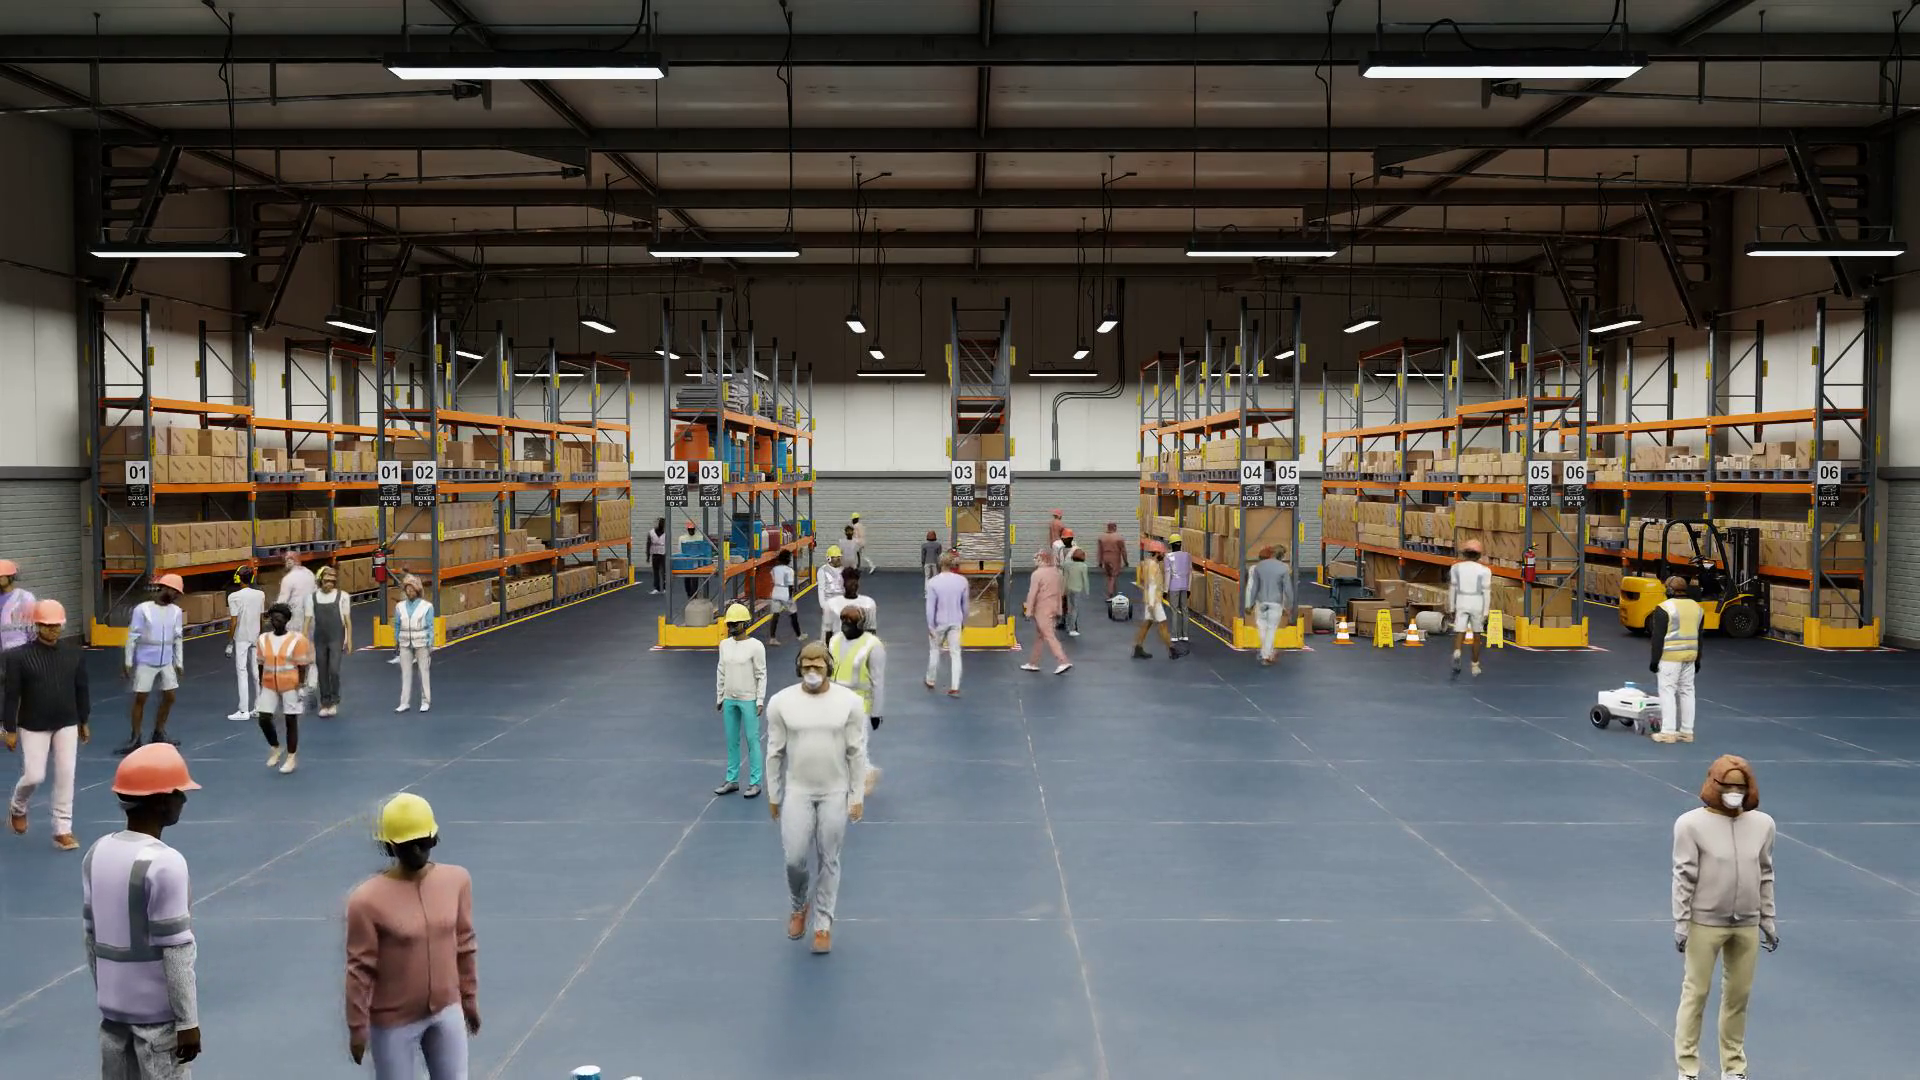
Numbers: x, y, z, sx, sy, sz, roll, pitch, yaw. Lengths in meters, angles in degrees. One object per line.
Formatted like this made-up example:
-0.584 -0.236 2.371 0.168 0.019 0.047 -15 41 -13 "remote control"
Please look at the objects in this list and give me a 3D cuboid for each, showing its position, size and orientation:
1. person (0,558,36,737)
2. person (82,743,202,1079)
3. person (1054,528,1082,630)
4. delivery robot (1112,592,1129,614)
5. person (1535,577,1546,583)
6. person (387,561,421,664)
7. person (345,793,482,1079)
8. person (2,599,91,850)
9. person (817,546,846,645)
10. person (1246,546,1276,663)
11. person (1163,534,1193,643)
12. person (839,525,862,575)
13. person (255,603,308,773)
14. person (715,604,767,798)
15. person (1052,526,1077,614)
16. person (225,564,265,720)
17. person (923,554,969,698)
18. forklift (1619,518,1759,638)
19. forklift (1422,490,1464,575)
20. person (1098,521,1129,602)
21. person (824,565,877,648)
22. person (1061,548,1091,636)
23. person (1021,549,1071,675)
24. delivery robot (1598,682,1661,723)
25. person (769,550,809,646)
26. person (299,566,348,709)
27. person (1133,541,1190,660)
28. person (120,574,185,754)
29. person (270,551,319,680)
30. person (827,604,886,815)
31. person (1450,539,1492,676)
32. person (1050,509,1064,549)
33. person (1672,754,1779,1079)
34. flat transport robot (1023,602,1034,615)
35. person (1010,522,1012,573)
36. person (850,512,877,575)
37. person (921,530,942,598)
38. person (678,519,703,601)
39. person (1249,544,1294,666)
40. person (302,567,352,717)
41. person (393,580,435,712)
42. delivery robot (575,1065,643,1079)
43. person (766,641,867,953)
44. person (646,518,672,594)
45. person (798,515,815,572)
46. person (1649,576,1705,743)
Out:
-10.820 1.205 18.528 0.618 2.018 0.878 1 2 13 "person"
-3.038 1.731 6.082 0.553 1.935 0.362 1 3 31 "person"
2.053 0.749 30.786 0.543 1.940 0.361 2 3 38 "person"
3.288 1.311 33.113 0.477 0.478 0.707 0 3 6 "delivery robot"
13.038 0.626 36.474 0.320 1.737 0.483 -1 3 -26 "person"
-8.655 1.131 25.177 0.577 1.621 0.531 0 2 -11 "person"
-2.156 1.823 6.287 0.672 1.739 0.545 2 3 41 "person"
-7.261 1.447 12.804 0.647 1.978 0.634 2 3 38 "person"
-2.005 1.005 25.642 0.403 1.835 0.588 2 3 39 "person"
4.806 1.011 25.347 0.586 1.855 0.885 0 2 -9 "person"
3.835 0.849 28.534 0.585 1.919 0.374 -1 3 -29 "person"
-2.492 0.577 36.607 0.564 1.875 0.726 0 2 -3 "person"
-6.703 1.462 15.950 0.537 1.686 0.363 0 2 0 "person"
-2.028 1.468 14.839 0.533 1.767 0.324 1 3 30 "person"
2.232 0.636 34.495 0.581 1.868 0.476 -1 2 -16 "person"
-8.637 1.231 19.508 0.329 1.873 0.512 1 3 28 "person"
-0.209 1.132 21.682 0.644 1.893 0.960 -1 2 -17 "person"
13.417 0.684 29.791 2.313 2.155 1.214 0 2 0 "forklift"
13.926 -0.371 47.846 1.873 2.768 1.129 0 2 0 "forklift"
3.645 0.505 37.836 0.653 1.871 0.872 2 3 39 "person"
-1.247 1.248 18.248 0.602 1.948 0.659 -1 2 -15 "person"
2.158 0.956 29.735 0.491 1.613 0.512 -2 3 -44 "person"
1.292 1.059 24.059 0.992 1.864 0.657 2 3 37 "person"
7.738 1.888 18.664 0.477 0.478 0.707 -1 2 -22 "delivery robot"
-3.009 0.998 28.009 0.543 1.654 0.832 1 3 33 "person"
-8.024 1.233 20.342 0.597 1.812 0.754 0 2 -12 "person"
3.204 0.968 25.889 0.907 1.889 0.566 0 2 2 "person"
-8.645 1.317 17.251 0.387 1.889 0.709 2 3 34 "person"
-9.430 1.098 22.905 0.841 1.870 0.694 0 2 12 "person"
-0.904 1.464 14.201 0.641 1.828 0.579 2 3 43 "person"
7.440 0.992 23.607 0.614 2.025 0.716 1 3 32 "person"
2.859 0.080 47.229 0.491 2.002 0.628 -1 3 -28 "person"
3.605 1.821 7.607 0.505 1.631 0.278 0 2 -5 "person"
1.672 1.455 34.229 0.652 0.197 1.431 0 2 1 "flat transport robot"
1.360 0.080 48.579 0.328 1.865 0.519 2 3 35 "person"
-2.867 0.125 47.198 0.832 1.889 0.621 1 2 22 "person"
-0.674 0.588 38.605 0.507 1.636 0.277 0 2 5 "person"
-6.104 0.504 36.677 0.623 1.968 0.811 0 2 -6 "person"
4.868 1.002 25.174 0.693 1.882 0.843 2 3 43 "person"
-7.685 1.246 19.567 0.529 1.826 0.585 0 2 -4 "person"
-6.805 1.321 20.126 0.522 1.638 0.310 0 2 4 "person"
-1.498 2.243 6.499 0.335 0.223 0.698 1 3 34 "delivery robot"
-0.889 1.585 10.020 0.628 1.926 0.427 0 2 -4 "person"
-7.486 0.402 40.242 0.639 1.889 0.394 0 2 -1 "person"
-4.430 0.195 46.449 0.621 1.798 0.817 1 3 29 "person"
7.932 1.317 17.886 0.642 1.835 0.432 -1 2 -21 "person"
